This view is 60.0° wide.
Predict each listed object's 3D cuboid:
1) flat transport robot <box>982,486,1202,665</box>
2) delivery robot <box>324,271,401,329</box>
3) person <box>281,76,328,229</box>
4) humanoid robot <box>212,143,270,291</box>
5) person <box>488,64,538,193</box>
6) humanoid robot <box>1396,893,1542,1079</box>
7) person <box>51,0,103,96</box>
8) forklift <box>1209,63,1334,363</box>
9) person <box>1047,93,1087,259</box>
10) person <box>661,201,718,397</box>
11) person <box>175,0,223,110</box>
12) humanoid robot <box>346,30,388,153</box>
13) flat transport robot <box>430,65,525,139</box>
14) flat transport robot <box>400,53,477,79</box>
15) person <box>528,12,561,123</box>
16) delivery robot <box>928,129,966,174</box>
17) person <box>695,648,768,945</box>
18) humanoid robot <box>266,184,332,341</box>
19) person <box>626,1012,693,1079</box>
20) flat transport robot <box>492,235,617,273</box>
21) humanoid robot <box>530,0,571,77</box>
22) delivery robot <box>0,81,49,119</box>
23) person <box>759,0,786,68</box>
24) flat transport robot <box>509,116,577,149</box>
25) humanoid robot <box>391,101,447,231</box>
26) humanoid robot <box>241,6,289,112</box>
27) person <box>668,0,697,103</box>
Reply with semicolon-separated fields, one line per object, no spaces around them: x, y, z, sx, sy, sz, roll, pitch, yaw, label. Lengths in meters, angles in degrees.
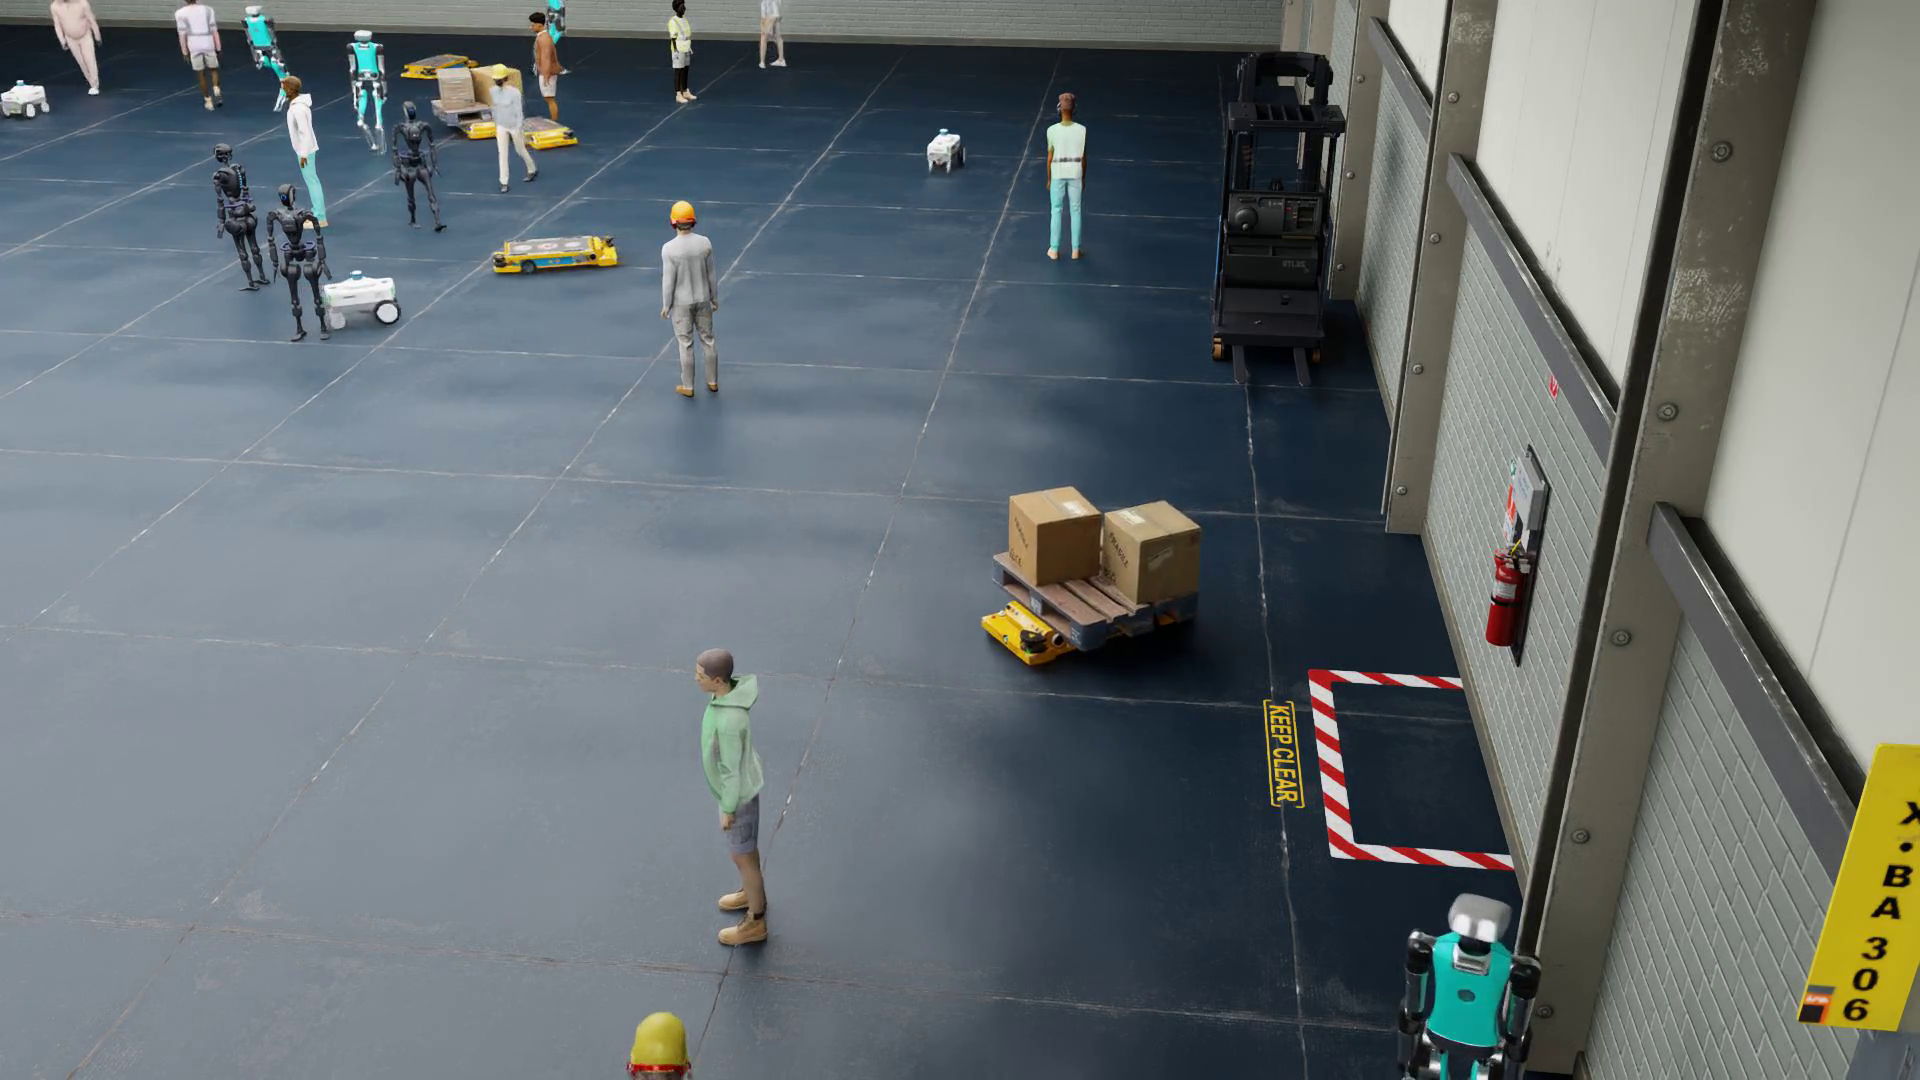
0.935;0.521;12.099;1.431;0.231;0.659;-15;30;-27;flat transport robot
-6.472;-2.614;18.059;0.803;0.614;0.499;-11;29;-21;delivery robot
-8.343;-4.939;21.162;0.383;1.917;0.489;-11;29;-21;person
-8.206;-3.674;18.885;0.315;1.657;0.599;6;27;12;humanoid robot
-6.190;-5.722;22.926;0.523;1.726;0.792;6;27;12;person
2.177;2.167;7.194;0.540;1.803;0.760;11;29;20;humanoid robot
-15.143;-8.614;28.572;0.662;1.843;0.983;-6;27;-11;person
3.241;-3.477;17.183;1.129;2.768;1.873;3;27;6;forklift
1.272;-4.339;19.899;0.486;1.978;0.404;-1;27;-1;person
-2.581;-2.299;15.913;0.572;1.897;0.360;-15;30;-27;person
-12.476;-8.093;27.329;0.618;2.026;0.471;-16;31;-29;person
-8.781;-6.544;24.691;0.547;1.908;0.709;-3;27;-6;humanoid robot
-7.587;-6.609;26.332;0.659;0.231;1.431;-15;30;-27;flat transport robot
-9.527;-8.655;30.416;0.659;0.231;1.431;9;28;17;flat transport robot
-6.419;-7.267;25.888;0.410;1.846;0.793;-7;27;-14;person
-0.224;-5.650;24.089;0.499;0.586;0.773;6;27;12;delivery robot
-1.198;1.339;8.835;0.315;1.735;0.474;-5;27;-10;person
-6.870;-2.894;17.328;0.599;1.657;0.315;-2;27;-5;humanoid robot
-1.123;2.566;6.414;0.560;1.706;0.838;-8;28;-15;person
-4.871;-3.432;19.991;1.431;0.231;0.659;-6;27;-13;flat transport robot
-7.487;-9.184;29.898;0.874;1.831;0.567;-23;35;-39;humanoid robot
-15.300;-7.193;27.172;0.499;0.589;0.782;4;27;8;delivery robot
-3.468;-9.657;30.638;0.538;1.859;0.454;-19;32;-33;person
-6.535;-6.306;25.727;0.659;0.231;1.431;-18;32;-32;flat transport robot
-6.854;-4.704;20.990;0.589;1.624;0.757;-19;32;-33;humanoid robot
-11.294;-7.931;27.353;0.530;1.722;1.021;4;27;7;humanoid robot
-4.680;-8.242;27.996;0.318;1.696;0.535;10;28;19;person
